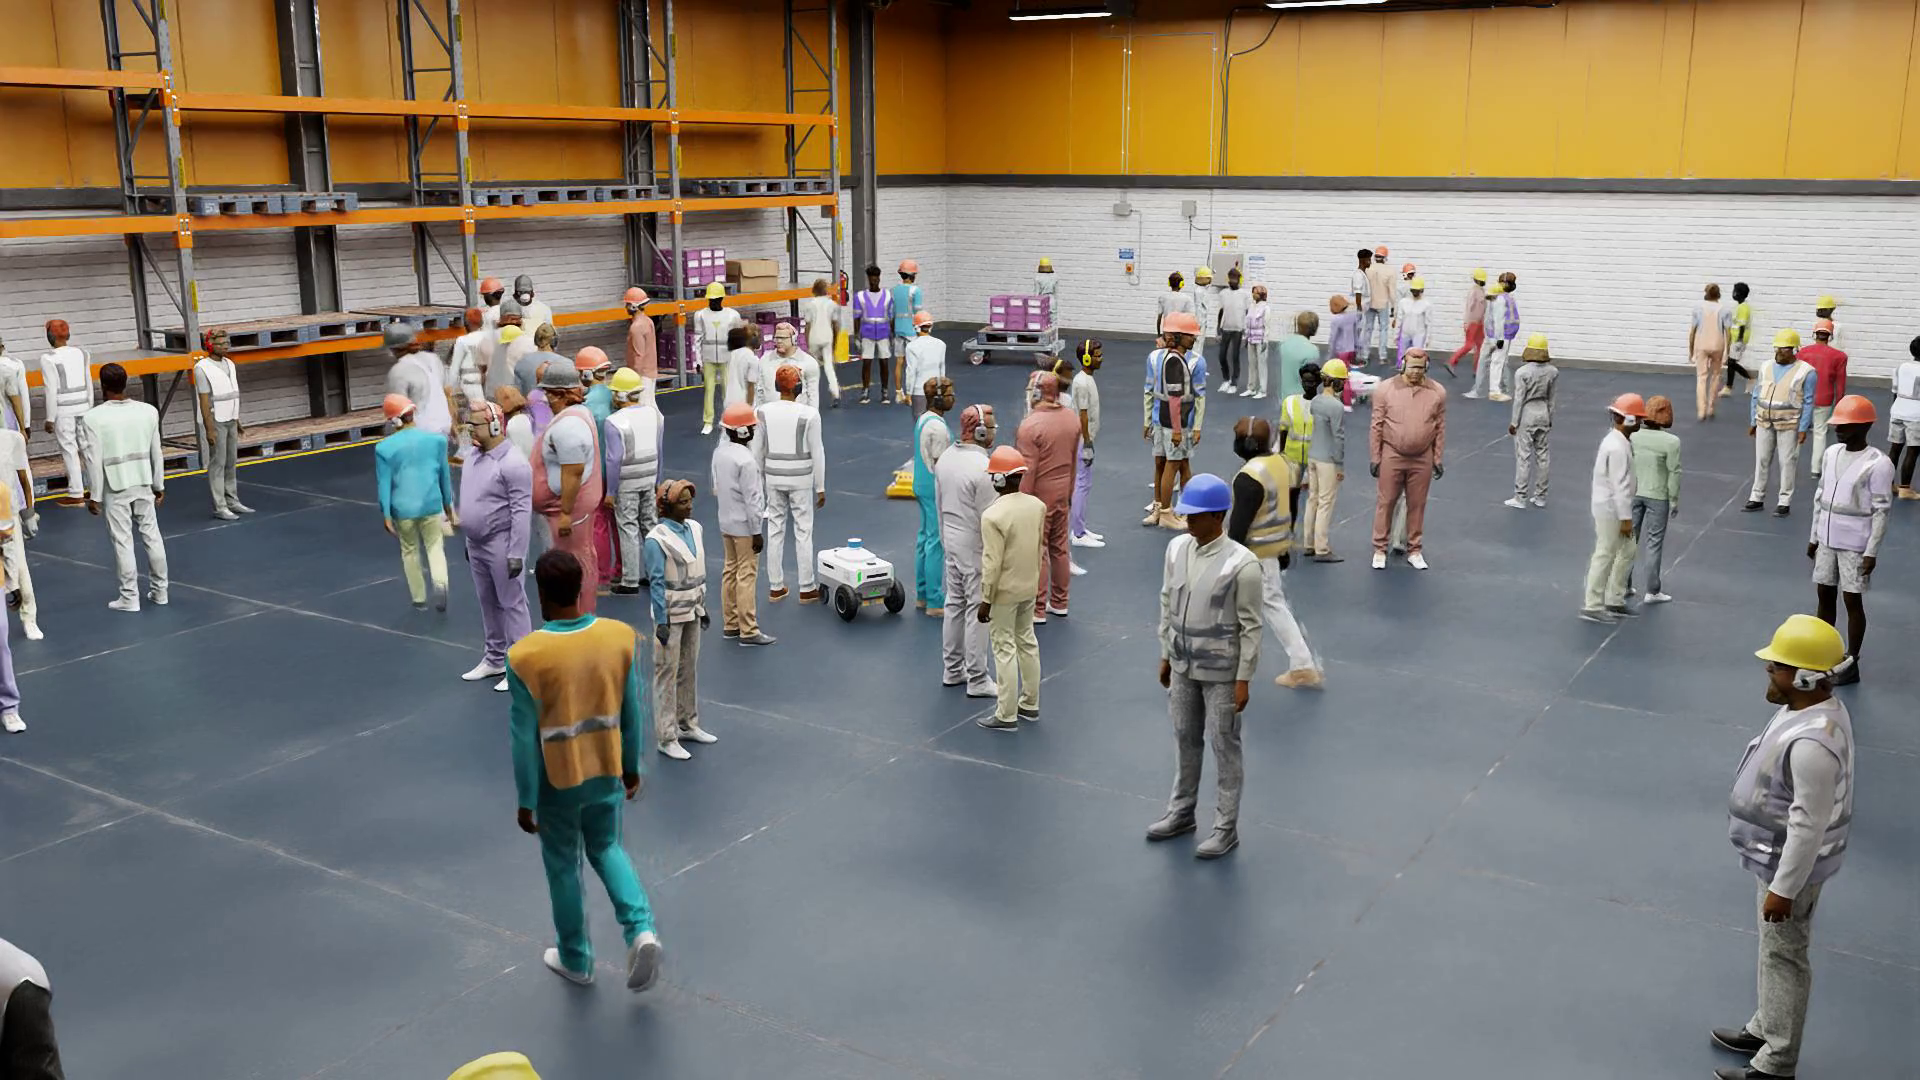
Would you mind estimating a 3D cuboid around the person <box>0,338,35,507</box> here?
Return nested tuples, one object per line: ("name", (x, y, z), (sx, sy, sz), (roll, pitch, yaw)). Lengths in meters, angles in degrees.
("person", (-9.158, -1.085, 15.859), (0.356, 1.883, 0.572), (10, 16, 36))

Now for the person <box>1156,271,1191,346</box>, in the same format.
("person", (3.041, -2.872, 23.660), (0.520, 1.862, 0.335), (6, 14, 24))

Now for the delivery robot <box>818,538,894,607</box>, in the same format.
("delivery robot", (-0.812, 0.232, 12.850), (0.477, 0.478, 0.707), (-8, 15, -31))

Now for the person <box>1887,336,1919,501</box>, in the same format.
("person", (9.721, -1.250, 16.996), (0.319, 1.691, 0.540), (-3, 13, -11))

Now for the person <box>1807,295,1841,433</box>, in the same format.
("person", (10.831, -2.218, 21.044), (0.553, 1.745, 0.552), (-3, 13, -12))

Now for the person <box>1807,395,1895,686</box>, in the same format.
("person", (5.843, 0.003, 11.026), (0.373, 1.933, 0.551), (-4, 14, -17))

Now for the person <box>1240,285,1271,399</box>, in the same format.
("person", (4.321, -2.879, 24.164), (0.309, 1.645, 0.514), (-6, 14, -26))

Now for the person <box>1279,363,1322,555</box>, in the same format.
("person", (3.057, -0.716, 14.661), (0.530, 1.697, 0.321), (6, 14, 24))

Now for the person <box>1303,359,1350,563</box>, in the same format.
("person", (3.188, -0.685, 14.402), (0.338, 1.761, 0.525), (-3, 13, -14))

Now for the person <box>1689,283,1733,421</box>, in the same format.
("person", (10.018, -2.520, 22.248), (0.511, 1.799, 0.856), (5, 14, 21))

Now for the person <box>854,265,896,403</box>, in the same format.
("person", (-1.192, -2.916, 23.621), (0.632, 1.963, 0.361), (-1, 13, -4))

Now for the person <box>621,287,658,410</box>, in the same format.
("person", (-3.681, -1.911, 19.196), (0.389, 1.996, 0.612), (1, 13, 4))

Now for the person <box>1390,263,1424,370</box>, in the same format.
("person", (7.342, -3.669, 27.349), (0.571, 1.751, 0.329), (-6, 14, -25))

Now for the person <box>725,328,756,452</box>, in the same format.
("person", (-2.311, -1.390, 17.588), (0.321, 1.696, 0.536), (1, 13, 3))

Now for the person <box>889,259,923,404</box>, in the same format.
("person", (-0.730, -2.940, 23.552), (0.605, 2.045, 0.381), (10, 16, 37))

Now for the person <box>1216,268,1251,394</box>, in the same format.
("person", (4.065, -3.103, 24.659), (0.581, 1.866, 0.406), (8, 15, 30))

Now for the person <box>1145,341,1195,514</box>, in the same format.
("person", (2.088, -1.188, 16.333), (0.508, 1.872, 0.329), (9, 16, 34))

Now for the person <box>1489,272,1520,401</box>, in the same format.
("person", (7.825, -2.929, 23.947), (0.429, 1.843, 0.633), (6, 14, 23))

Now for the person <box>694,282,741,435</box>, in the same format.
("person", (-3.051, -2.287, 20.985), (0.588, 1.923, 0.383), (-1, 13, -4))

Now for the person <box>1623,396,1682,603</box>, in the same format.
("person", (5.426, -0.322, 13.096), (0.281, 1.633, 0.497), (-10, 16, -36))

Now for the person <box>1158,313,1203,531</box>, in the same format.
("person", (2.063, -1.111, 15.624), (0.386, 2.039, 0.615), (2, 13, 8))

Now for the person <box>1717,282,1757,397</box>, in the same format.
("person", (11.296, -2.892, 24.113), (0.472, 1.684, 0.551), (2, 13, 10))

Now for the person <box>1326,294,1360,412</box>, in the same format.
("person", (5.263, -2.567, 22.864), (0.572, 1.606, 0.422), (-11, 17, -39))

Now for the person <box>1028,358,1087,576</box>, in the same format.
("person", (0.712, -0.658, 14.175), (0.533, 1.814, 1.001), (-8, 15, -32))

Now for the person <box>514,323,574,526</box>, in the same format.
("person", (-3.879, -1.083, 15.732), (0.637, 1.934, 0.357), (4, 13, 15))

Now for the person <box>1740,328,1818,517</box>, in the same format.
("person", (7.990, -1.147, 16.237), (0.404, 1.832, 0.598), (-9, 16, -36))

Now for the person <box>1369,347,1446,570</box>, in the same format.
("person", (3.791, -0.688, 14.100), (0.638, 1.903, 0.406), (0, 13, 1))

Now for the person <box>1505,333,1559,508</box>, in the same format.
("person", (5.710, -1.192, 16.628), (0.494, 1.743, 0.302), (-4, 14, -18))

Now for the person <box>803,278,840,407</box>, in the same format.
("person", (-1.931, -2.749, 23.272), (0.514, 1.817, 0.719), (-5, 14, -20))

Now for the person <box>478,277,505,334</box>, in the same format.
("person", (-5.598, -2.154, 20.150), (0.395, 2.042, 0.605), (6, 14, 24))

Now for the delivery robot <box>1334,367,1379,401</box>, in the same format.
("delivery robot", (5.522, -2.184, 23.330), (0.707, 0.478, 0.477), (-6, 14, -24))

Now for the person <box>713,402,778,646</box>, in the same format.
("person", (-1.555, -0.118, 11.937), (0.318, 1.756, 0.559), (-8, 15, -32))

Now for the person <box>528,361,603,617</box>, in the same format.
("person", (-2.866, -0.282, 12.029), (0.537, 2.000, 0.674), (-1, 13, -4))

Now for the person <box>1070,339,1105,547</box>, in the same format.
("person", (1.153, -0.874, 14.974), (0.328, 1.872, 0.513), (1, 13, 2))

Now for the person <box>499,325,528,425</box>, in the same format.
("person", (-4.595, -1.355, 17.297), (0.523, 1.763, 0.329), (7, 15, 27))

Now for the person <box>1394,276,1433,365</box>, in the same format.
("person", (6.707, -3.019, 24.538), (0.535, 1.746, 0.582), (8, 15, 33))

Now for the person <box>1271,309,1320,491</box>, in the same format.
("person", (3.485, -1.439, 17.311), (0.616, 1.921, 0.637), (-5, 14, -21))

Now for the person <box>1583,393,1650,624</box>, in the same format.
("person", (4.959, -0.224, 12.454), (0.458, 1.733, 0.621), (6, 14, 25))
